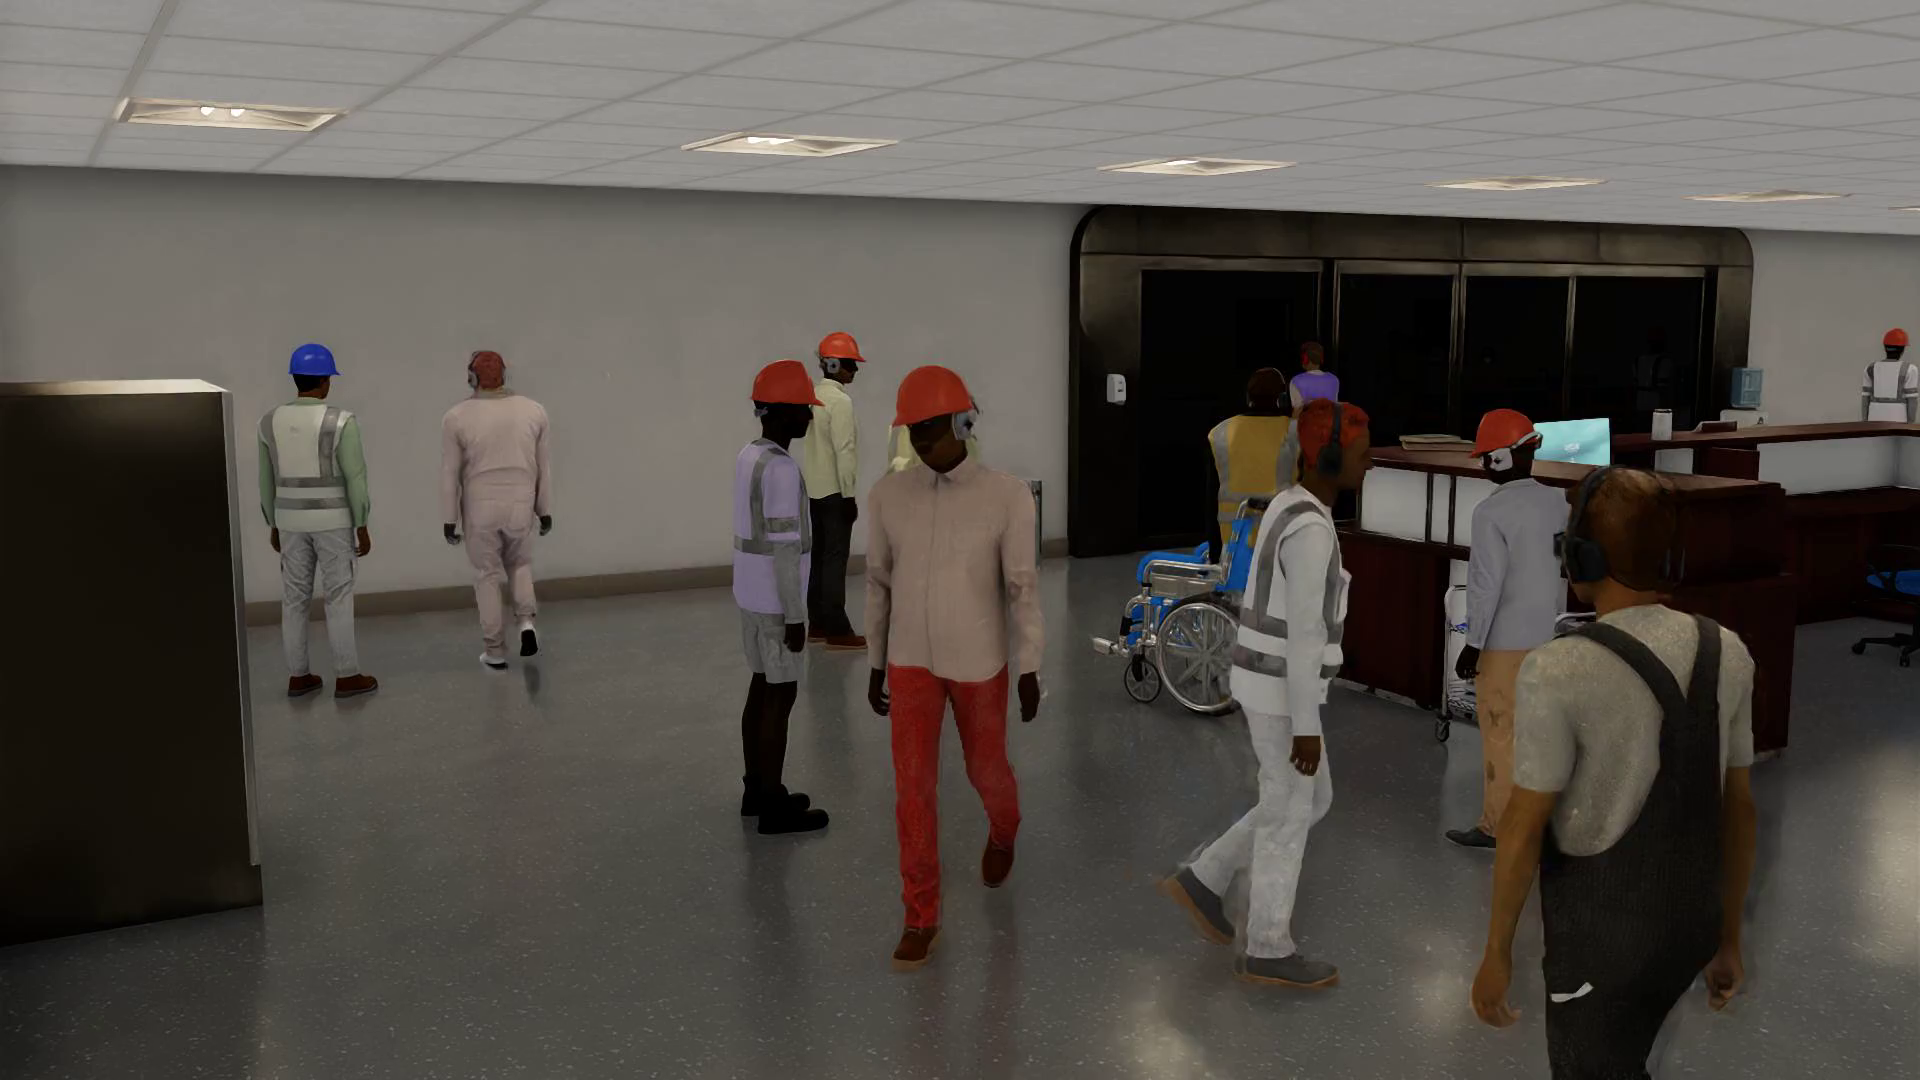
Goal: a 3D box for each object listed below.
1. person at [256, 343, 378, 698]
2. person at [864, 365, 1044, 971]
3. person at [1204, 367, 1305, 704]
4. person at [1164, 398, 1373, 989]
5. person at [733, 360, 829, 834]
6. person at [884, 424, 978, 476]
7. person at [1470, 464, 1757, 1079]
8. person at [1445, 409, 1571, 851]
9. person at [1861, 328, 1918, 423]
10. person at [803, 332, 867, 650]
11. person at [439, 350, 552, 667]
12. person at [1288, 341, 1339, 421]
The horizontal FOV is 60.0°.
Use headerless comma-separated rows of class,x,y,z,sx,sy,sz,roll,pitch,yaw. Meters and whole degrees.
person,-3.522,-0.099,9.127,0.615,1.947,0.388,1,8,9
person,-0.015,0.380,5.654,0.631,1.949,0.916,2,8,14
person,1.598,0.010,8.772,0.630,1.835,0.429,4,9,29
person,0.991,0.487,5.202,0.540,1.865,0.589,1,8,10
person,-0.732,0.231,6.820,0.381,1.931,0.545,-3,8,-21
person,-0.190,-0.088,9.542,0.641,1.805,0.430,5,9,31
person,1.268,0.772,3.222,0.534,1.828,0.396,-4,9,-25
person,2.151,0.354,6.578,0.562,1.743,0.337,-6,10,-39
person,9.754,-1.247,17.460,0.348,1.942,0.546,-6,10,-39
person,-0.789,-0.309,10.487,0.391,1.991,0.613,-4,9,-25
person,-2.782,-0.185,9.931,0.664,1.890,0.425,-5,9,-32
person,3.230,-0.894,15.248,0.575,1.843,0.375,-5,9,-33
